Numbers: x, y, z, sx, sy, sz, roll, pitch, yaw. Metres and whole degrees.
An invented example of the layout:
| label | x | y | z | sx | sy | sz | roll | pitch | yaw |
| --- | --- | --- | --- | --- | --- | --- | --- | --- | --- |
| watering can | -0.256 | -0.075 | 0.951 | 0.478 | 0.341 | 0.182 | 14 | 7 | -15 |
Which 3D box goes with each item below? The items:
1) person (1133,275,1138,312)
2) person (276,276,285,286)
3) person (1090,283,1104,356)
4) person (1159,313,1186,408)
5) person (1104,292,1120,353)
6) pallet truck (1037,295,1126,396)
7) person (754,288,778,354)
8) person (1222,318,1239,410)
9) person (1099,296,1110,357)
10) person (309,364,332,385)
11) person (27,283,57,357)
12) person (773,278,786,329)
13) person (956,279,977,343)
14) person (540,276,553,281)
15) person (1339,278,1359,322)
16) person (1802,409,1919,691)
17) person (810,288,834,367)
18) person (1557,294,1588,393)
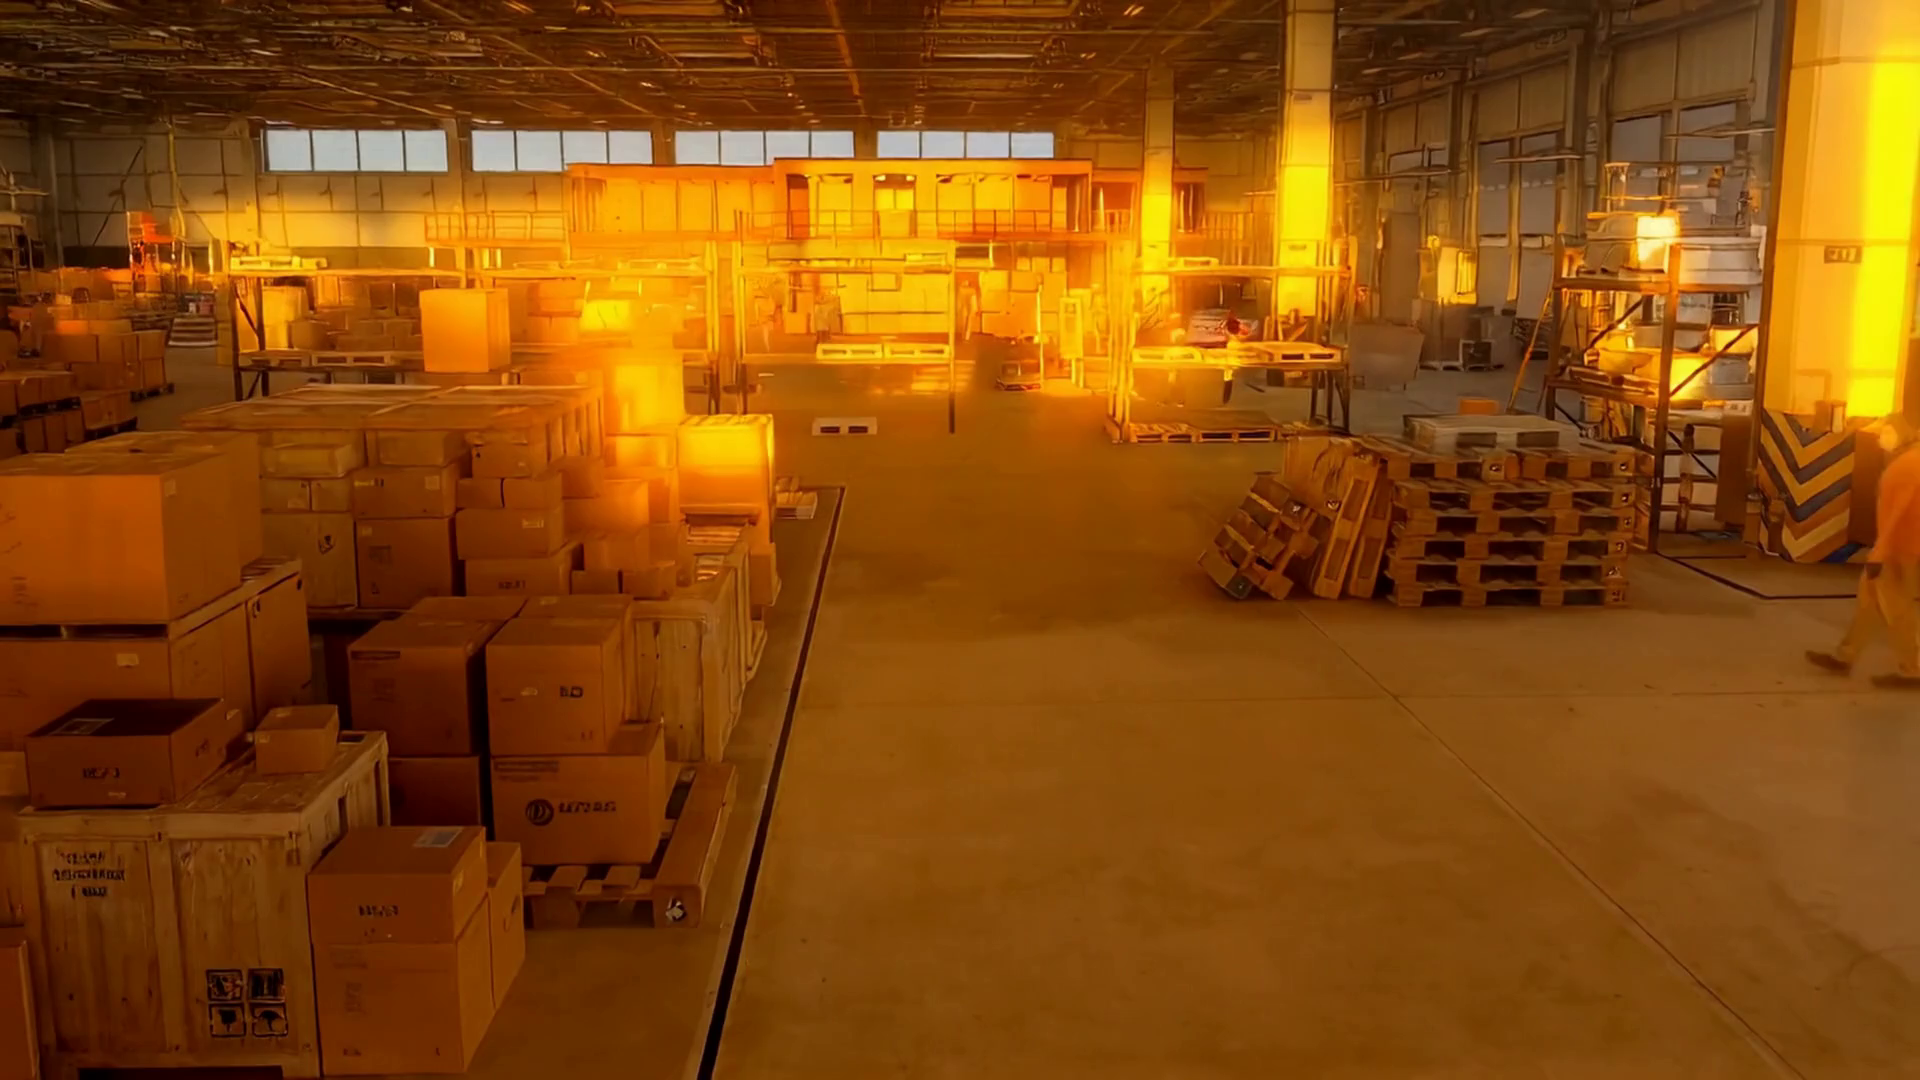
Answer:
| label | x | y | z | sx | sy | sz | roll | pitch | yaw |
| --- | --- | --- | --- | --- | --- | --- | --- | --- | --- |
| person | 6.776 | -9.659 | 65.255 | 0.617 | 1.993 | 0.396 | -7 | 13 | -36 |
| person | -20.412 | -6.959 | 50.196 | 0.616 | 2.013 | 0.916 | -9 | 13 | -40 |
| person | 3.638 | -5.862 | 44.266 | 0.402 | 1.938 | 0.604 | 1 | 10 | 5 |
| person | 3.838 | -3.253 | 30.247 | 0.687 | 1.738 | 0.541 | -2 | 10 | -10 |
| person | 3.431 | -4.509 | 36.799 | 0.587 | 1.917 | 0.409 | -7 | 12 | -34 |
| pallet truck | 2.483 | -3.881 | 33.060 | 1.885 | 1.965 | 0.823 | -7 | 13 | -36 |
| person | -5.050 | -5.720 | 43.786 | 0.658 | 1.821 | 0.633 | -8 | 13 | -39 |
| person | 4.794 | -3.076 | 29.404 | 0.316 | 1.699 | 0.540 | 4 | 11 | 21 |
| person | 3.664 | -5.077 | 40.503 | 0.492 | 1.725 | 0.663 | -3 | 11 | -18 |
| person | -6.253 | -0.813 | 16.396 | 0.508 | 1.846 | 0.345 | 3 | 11 | 15 |
| person | -23.215 | -5.513 | 42.033 | 0.700 | 2.000 | 1.029 | 0 | 10 | 3 |
| person | -6.121 | -8.231 | 57.811 | 0.874 | 1.806 | 0.660 | -3 | 11 | -16 |
| person | 0.190 | -6.875 | 49.963 | 0.630 | 1.923 | 0.601 | 0 | 10 | 3 |
| person | -17.421 | -10.499 | 70.295 | 0.628 | 1.855 | 0.707 | 2 | 10 | 11 |
| person | 11.984 | -7.134 | 51.444 | 0.566 | 1.899 | 0.896 | 7 | 12 | 33 |
| person | 6.222 | 0.062 | 11.317 | 0.805 | 1.913 | 0.658 | 6 | 12 | 29 |
| person | -3.362 | -5.201 | 40.657 | 0.593 | 1.911 | 0.559 | 3 | 11 | 16 |
| person | 12.309 | -3.946 | 33.426 | 0.610 | 1.996 | 0.378 | 1 | 10 | 7 |
